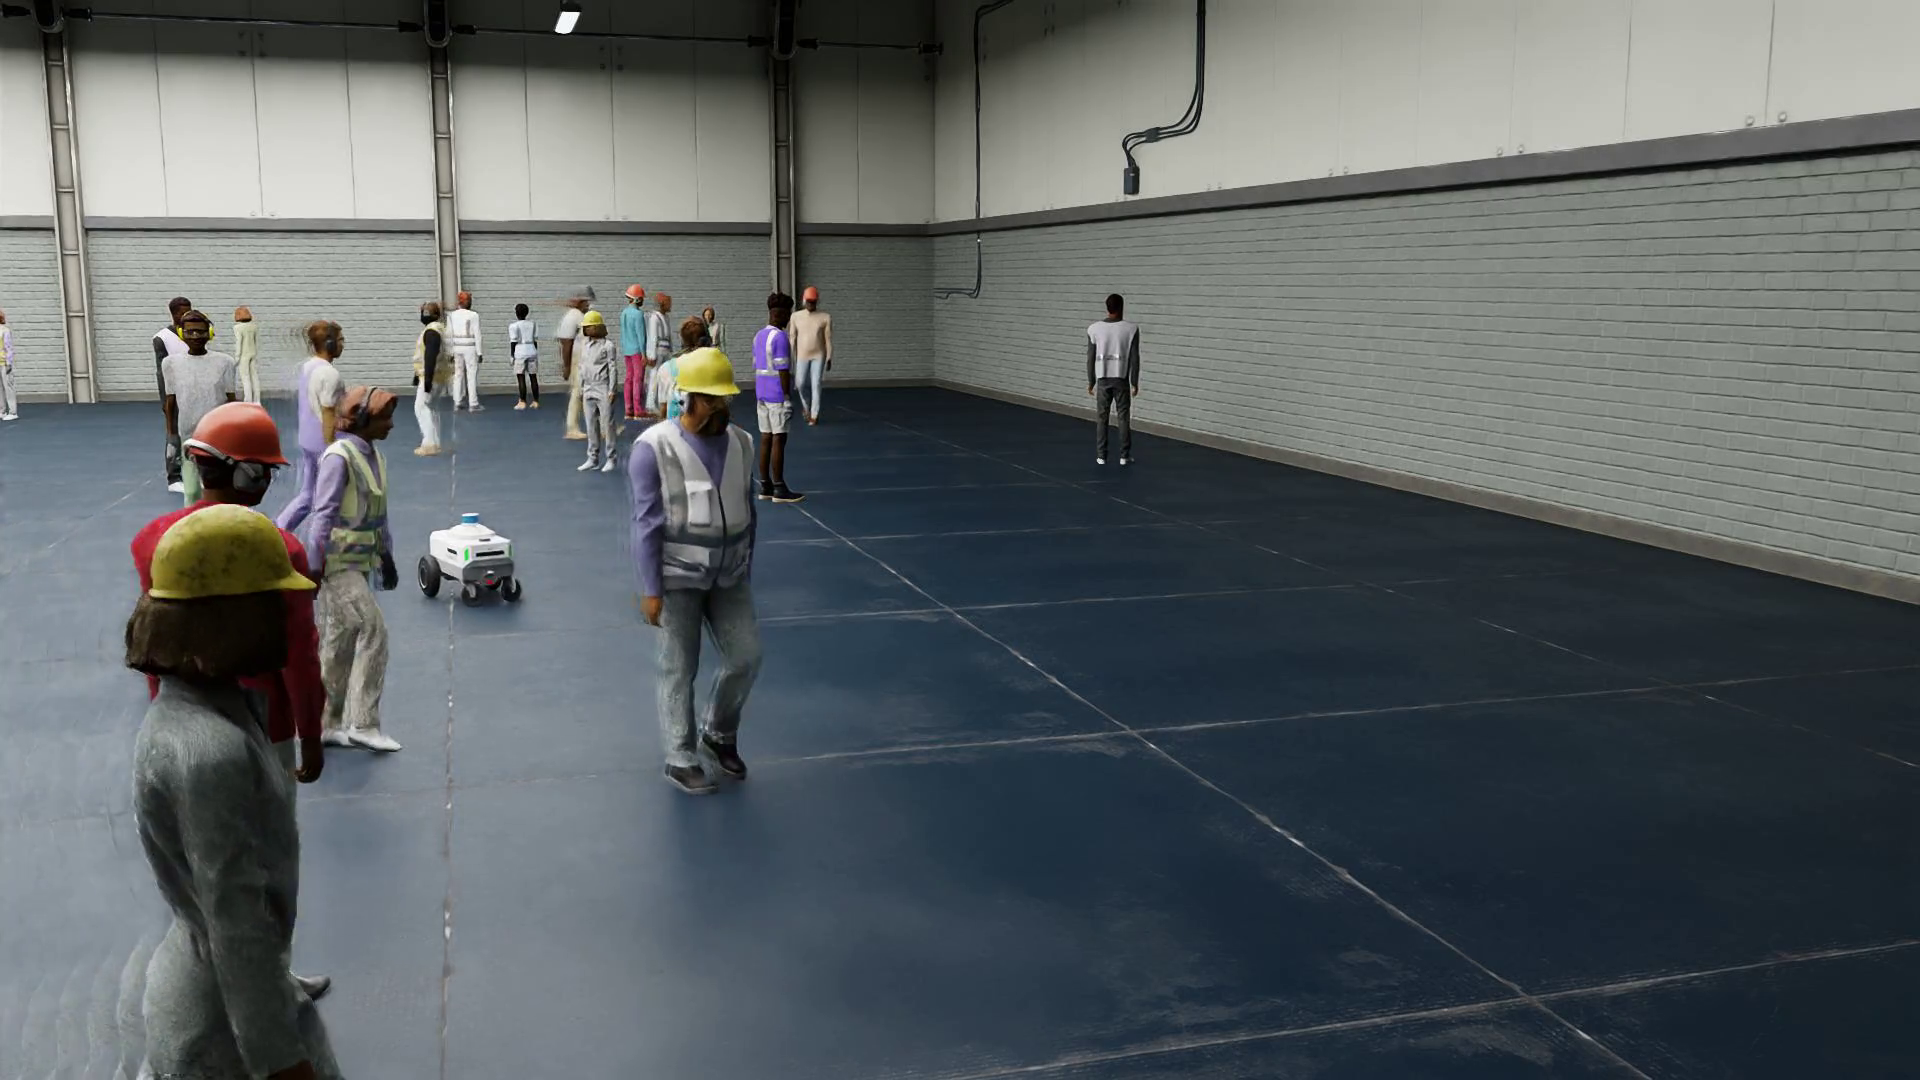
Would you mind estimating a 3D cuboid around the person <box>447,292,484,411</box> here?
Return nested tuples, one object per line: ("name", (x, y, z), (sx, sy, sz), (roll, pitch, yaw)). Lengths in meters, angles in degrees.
("person", (-7.814, -2.966, 26.269), (0.607, 1.876, 0.358), (3, 9, 18))

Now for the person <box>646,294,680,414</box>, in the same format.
("person", (-4.639, -2.871, 25.790), (0.551, 1.854, 0.595), (1, 9, 7))

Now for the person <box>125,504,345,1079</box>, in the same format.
("person", (-1.311, 0.791, 2.813), (0.827, 1.710, 0.490), (-3, 9, -20))

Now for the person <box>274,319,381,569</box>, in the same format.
("person", (-4.529, -0.641, 11.651), (0.906, 1.816, 0.521), (-8, 12, -42))

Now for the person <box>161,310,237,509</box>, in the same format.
("person", (-5.460, -0.725, 12.013), (0.510, 1.863, 0.326), (-3, 10, -21))

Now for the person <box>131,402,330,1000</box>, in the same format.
("person", (-2.024, 0.481, 4.694), (0.577, 1.738, 0.354), (3, 9, 18))

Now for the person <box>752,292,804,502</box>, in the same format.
("person", (-1.715, -1.335, 15.587), (0.385, 1.958, 0.600), (-5, 10, -30))

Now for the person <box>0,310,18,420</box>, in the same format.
("person", (-14.173, -2.584, 24.569), (0.523, 1.640, 0.306), (5, 10, 28))

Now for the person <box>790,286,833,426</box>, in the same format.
("person", (-2.122, -2.630, 23.763), (0.635, 1.983, 0.539), (0, 9, 1))

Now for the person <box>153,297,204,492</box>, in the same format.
("person", (-7.620, -1.421, 16.307), (0.391, 1.911, 0.584), (3, 9, 19))

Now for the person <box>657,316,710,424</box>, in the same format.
("person", (-1.802, -0.592, 11.255), (0.522, 1.833, 0.339), (3, 9, 18))

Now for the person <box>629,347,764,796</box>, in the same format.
("person", (-1.042, 0.137, 6.686), (0.591, 1.816, 0.429), (-7, 12, -39))

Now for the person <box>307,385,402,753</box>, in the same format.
("person", (-2.635, 0.129, 7.320), (0.602, 1.604, 0.541), (0, 9, -1))

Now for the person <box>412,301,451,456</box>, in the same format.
("person", (-6.289, -1.907, 19.738), (0.473, 1.815, 0.710), (-1, 9, -9))

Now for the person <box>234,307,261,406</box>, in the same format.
("person", (-11.569, -2.955, 26.953), (0.269, 1.632, 0.509), (3, 9, 16))

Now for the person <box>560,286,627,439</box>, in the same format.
("person", (-4.733, -2.293, 21.435), (0.989, 2.000, 0.707), (2, 9, 14))

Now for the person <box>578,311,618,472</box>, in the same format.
("person", (-3.931, -1.605, 17.997), (0.489, 1.740, 0.322), (5, 10, 28))

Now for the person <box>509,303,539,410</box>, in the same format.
("person", (-6.950, -2.920, 26.525), (0.322, 1.697, 0.535), (8, 12, 40))

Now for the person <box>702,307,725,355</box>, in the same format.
("person", (-4.064, -2.963, 27.021), (0.509, 1.627, 0.322), (-1, 9, -5))

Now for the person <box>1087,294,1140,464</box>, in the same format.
("person", (1.718, -1.800, 18.700), (0.590, 1.913, 0.395), (2, 9, 13))

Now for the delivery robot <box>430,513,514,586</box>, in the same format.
("delivery robot", (-3.164, 0.072, 10.775), (0.477, 0.478, 0.707), (-6, 11, -35))

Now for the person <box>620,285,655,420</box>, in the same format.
("person", (-4.808, -2.781, 24.695), (0.385, 1.993, 0.623), (-7, 11, -37))
